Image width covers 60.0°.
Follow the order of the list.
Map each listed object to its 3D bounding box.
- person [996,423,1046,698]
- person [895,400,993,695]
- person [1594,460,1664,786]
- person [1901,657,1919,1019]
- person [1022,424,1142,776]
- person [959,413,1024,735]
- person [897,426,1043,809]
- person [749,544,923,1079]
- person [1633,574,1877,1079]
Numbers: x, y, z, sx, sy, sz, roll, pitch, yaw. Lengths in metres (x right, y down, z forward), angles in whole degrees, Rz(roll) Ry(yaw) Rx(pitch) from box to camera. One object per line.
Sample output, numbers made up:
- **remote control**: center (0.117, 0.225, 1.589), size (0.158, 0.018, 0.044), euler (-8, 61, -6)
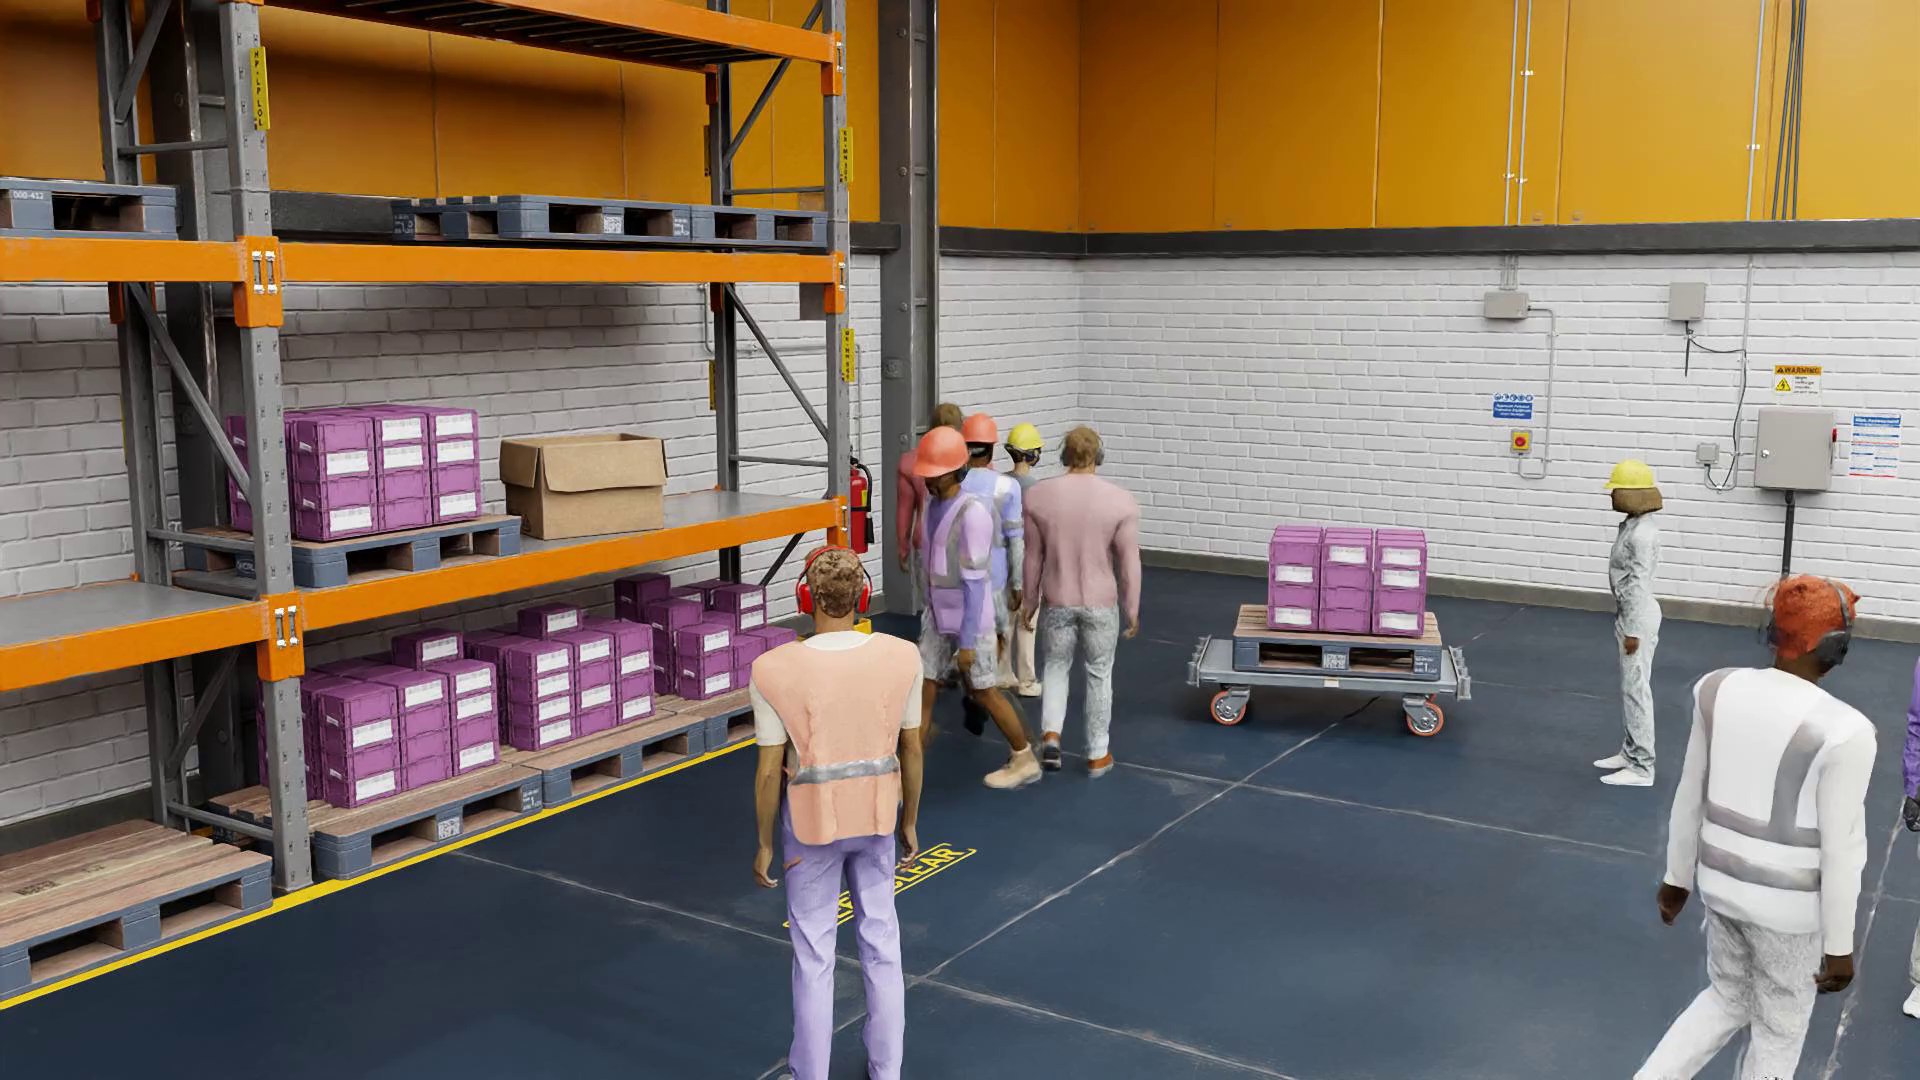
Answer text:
- **person**: center (0.411, 0.131, 10.746), size (0.306, 1.772, 0.527), euler (-5, 10, -32)
- **person**: center (-0.103, 0.062, 10.720), size (0.649, 1.918, 0.486), euler (0, 9, 1)
- **person**: center (3.565, 0.437, 8.878), size (0.329, 1.736, 0.488), euler (3, 9, 16)
- **person**: center (3.633, 0.944, 5.918), size (0.509, 1.629, 0.316), euler (6, 11, 34)
- **person**: center (0.647, 0.341, 8.873), size (0.655, 1.922, 0.542), euler (2, 9, 14)
- **person**: center (0.089, 0.217, 9.741), size (0.547, 1.918, 0.700), euler (2, 9, 14)
- **person**: center (-0.010, 0.391, 8.453), size (1.085, 1.969, 0.673), euler (-5, 10, -30)
- **person**: center (-0.384, 0.931, 5.293), size (0.566, 1.846, 0.389), euler (-4, 9, -22)
- **person**: center (2.206, 1.018, 4.687), size (0.608, 1.864, 0.590), euler (-3, 9, -20)
